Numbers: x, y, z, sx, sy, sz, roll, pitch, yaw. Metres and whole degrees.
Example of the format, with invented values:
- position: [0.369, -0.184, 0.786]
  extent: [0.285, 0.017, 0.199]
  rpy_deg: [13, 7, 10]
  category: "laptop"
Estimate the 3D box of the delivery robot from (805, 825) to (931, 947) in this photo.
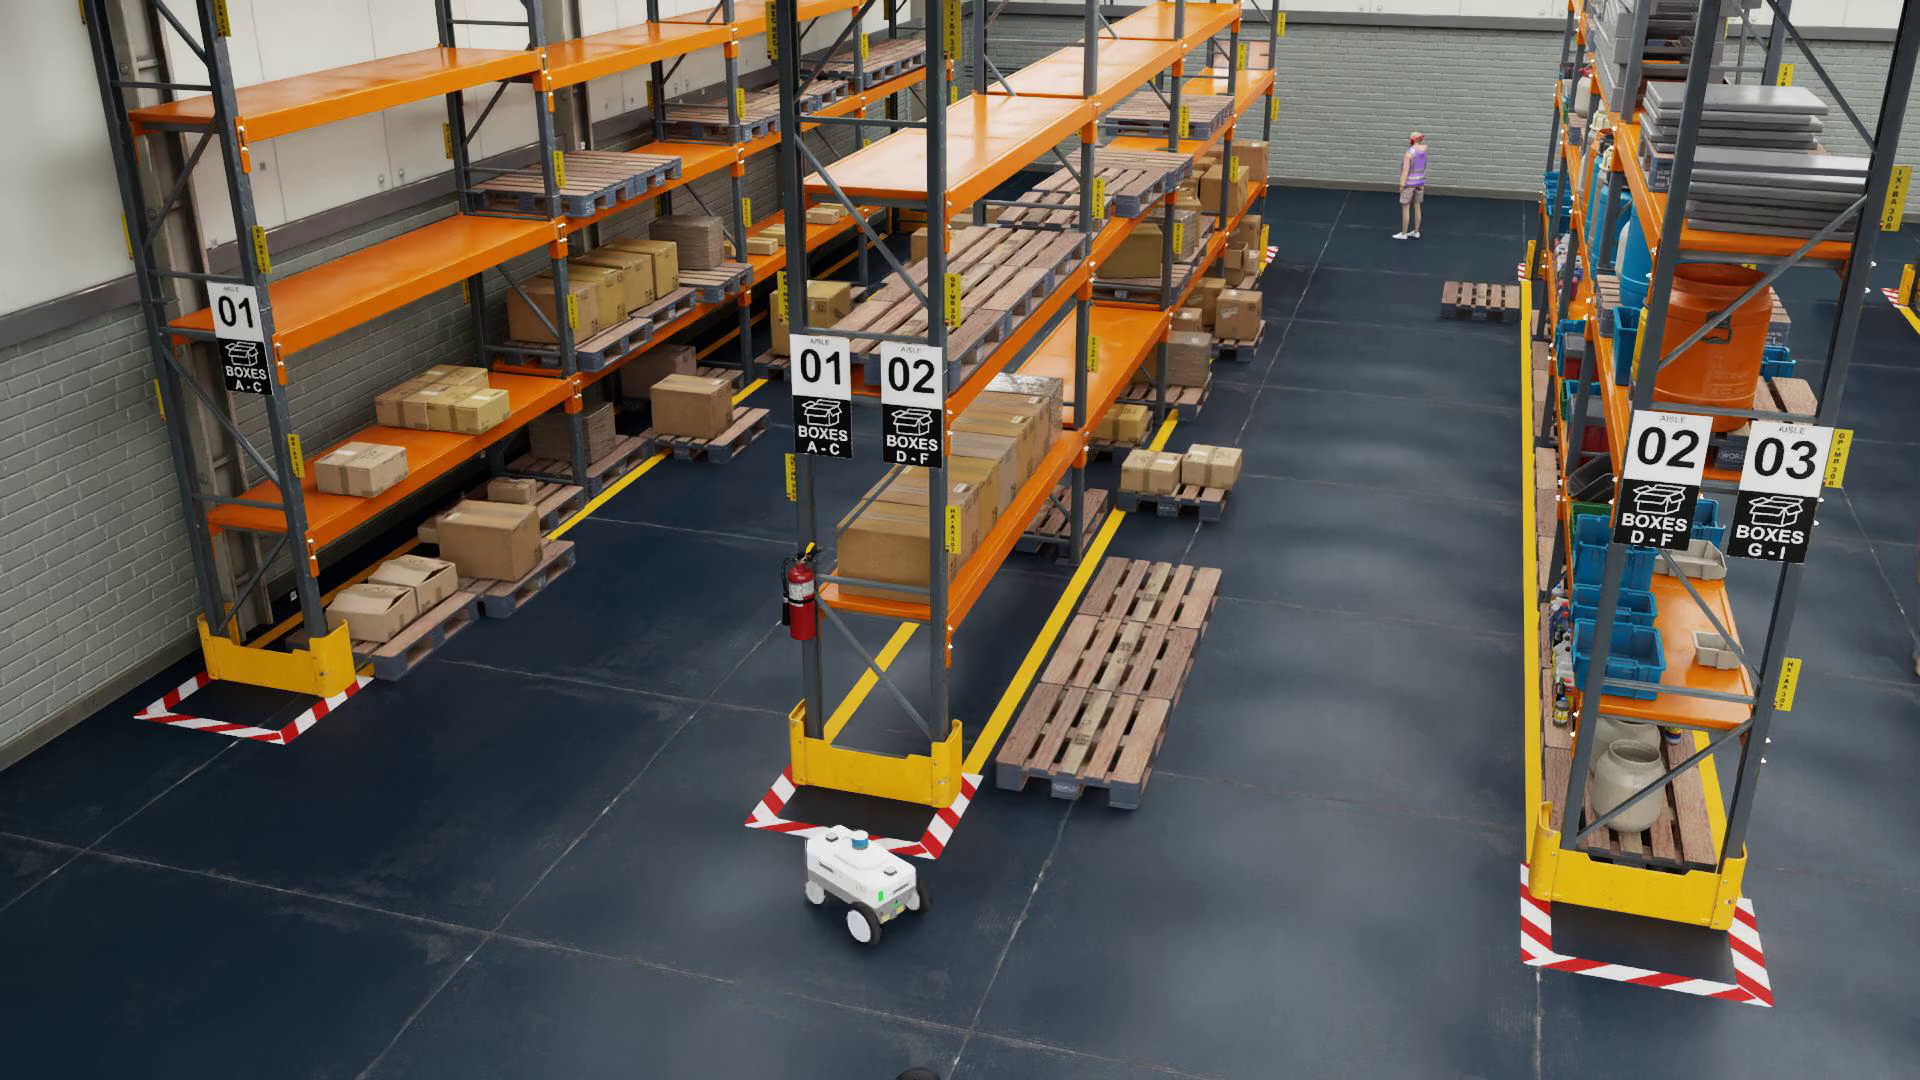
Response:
- position: [-0.601, 2.034, 10.078]
  extent: [0.757, 0.580, 0.499]
  rpy_deg: [21, 31, 40]
  category: "delivery robot"

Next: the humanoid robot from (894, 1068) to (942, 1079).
- position: [-0.257, 2.836, 6.822]
  extent: [0.401, 1.638, 0.605]
  rpy_deg: [-11, 25, -23]
  category: "humanoid robot"

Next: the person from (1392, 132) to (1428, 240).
- position: [7.182, -5.622, 26.419]
  extent: [0.489, 1.688, 0.346]
  rpy_deg: [-13, 27, -28]
  category: "person"

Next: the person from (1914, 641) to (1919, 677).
- position: [7.560, 0.380, 12.458]
  extent: [0.535, 1.718, 0.920]
  rpy_deg: [5, 24, 12]
  category: "person"

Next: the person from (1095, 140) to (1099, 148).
- position: [2.036, -5.902, 26.936]
  extent: [0.503, 1.786, 0.549]
  rpy_deg: [7, 24, 16]
  category: "person"
